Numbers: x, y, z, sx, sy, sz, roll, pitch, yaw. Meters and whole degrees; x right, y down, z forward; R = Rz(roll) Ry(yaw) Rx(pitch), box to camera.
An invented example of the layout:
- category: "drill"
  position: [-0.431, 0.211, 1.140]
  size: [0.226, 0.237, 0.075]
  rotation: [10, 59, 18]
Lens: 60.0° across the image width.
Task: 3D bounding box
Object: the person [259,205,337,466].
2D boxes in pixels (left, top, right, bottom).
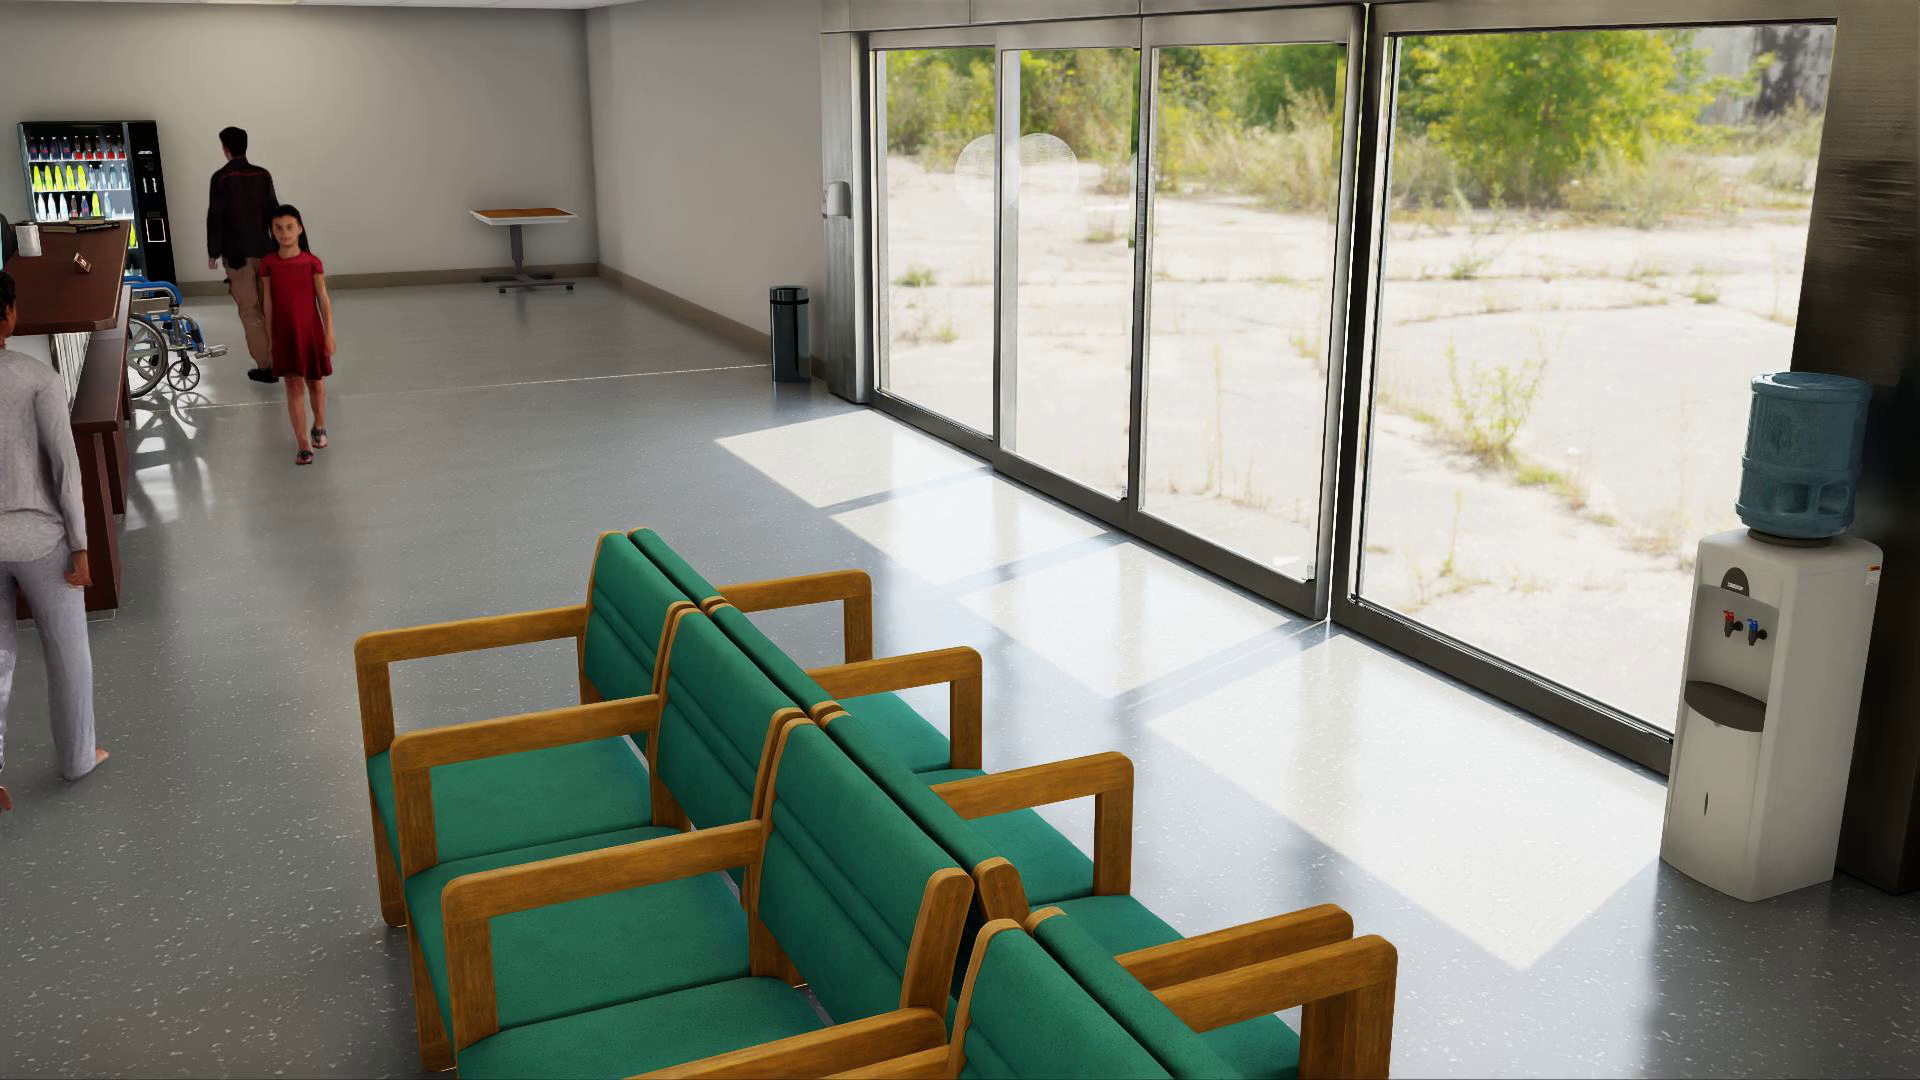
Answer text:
- category: "person"
  position: [-4.026, -1.256, 10.167]
  size: [0.991, 1.522, 0.669]
  rotation: [-5, 17, -18]

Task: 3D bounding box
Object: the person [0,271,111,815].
- category: "person"
  position: [-3.045, 0.029, 5.267]
  size: [0.974, 1.714, 0.860]
  rotation: [-2, 16, -9]

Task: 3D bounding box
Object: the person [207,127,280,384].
- category: "person"
  position: [-5.320, -2.124, 12.546]
  size: [0.890, 1.907, 0.786]
  rotation: [11, 19, 35]
